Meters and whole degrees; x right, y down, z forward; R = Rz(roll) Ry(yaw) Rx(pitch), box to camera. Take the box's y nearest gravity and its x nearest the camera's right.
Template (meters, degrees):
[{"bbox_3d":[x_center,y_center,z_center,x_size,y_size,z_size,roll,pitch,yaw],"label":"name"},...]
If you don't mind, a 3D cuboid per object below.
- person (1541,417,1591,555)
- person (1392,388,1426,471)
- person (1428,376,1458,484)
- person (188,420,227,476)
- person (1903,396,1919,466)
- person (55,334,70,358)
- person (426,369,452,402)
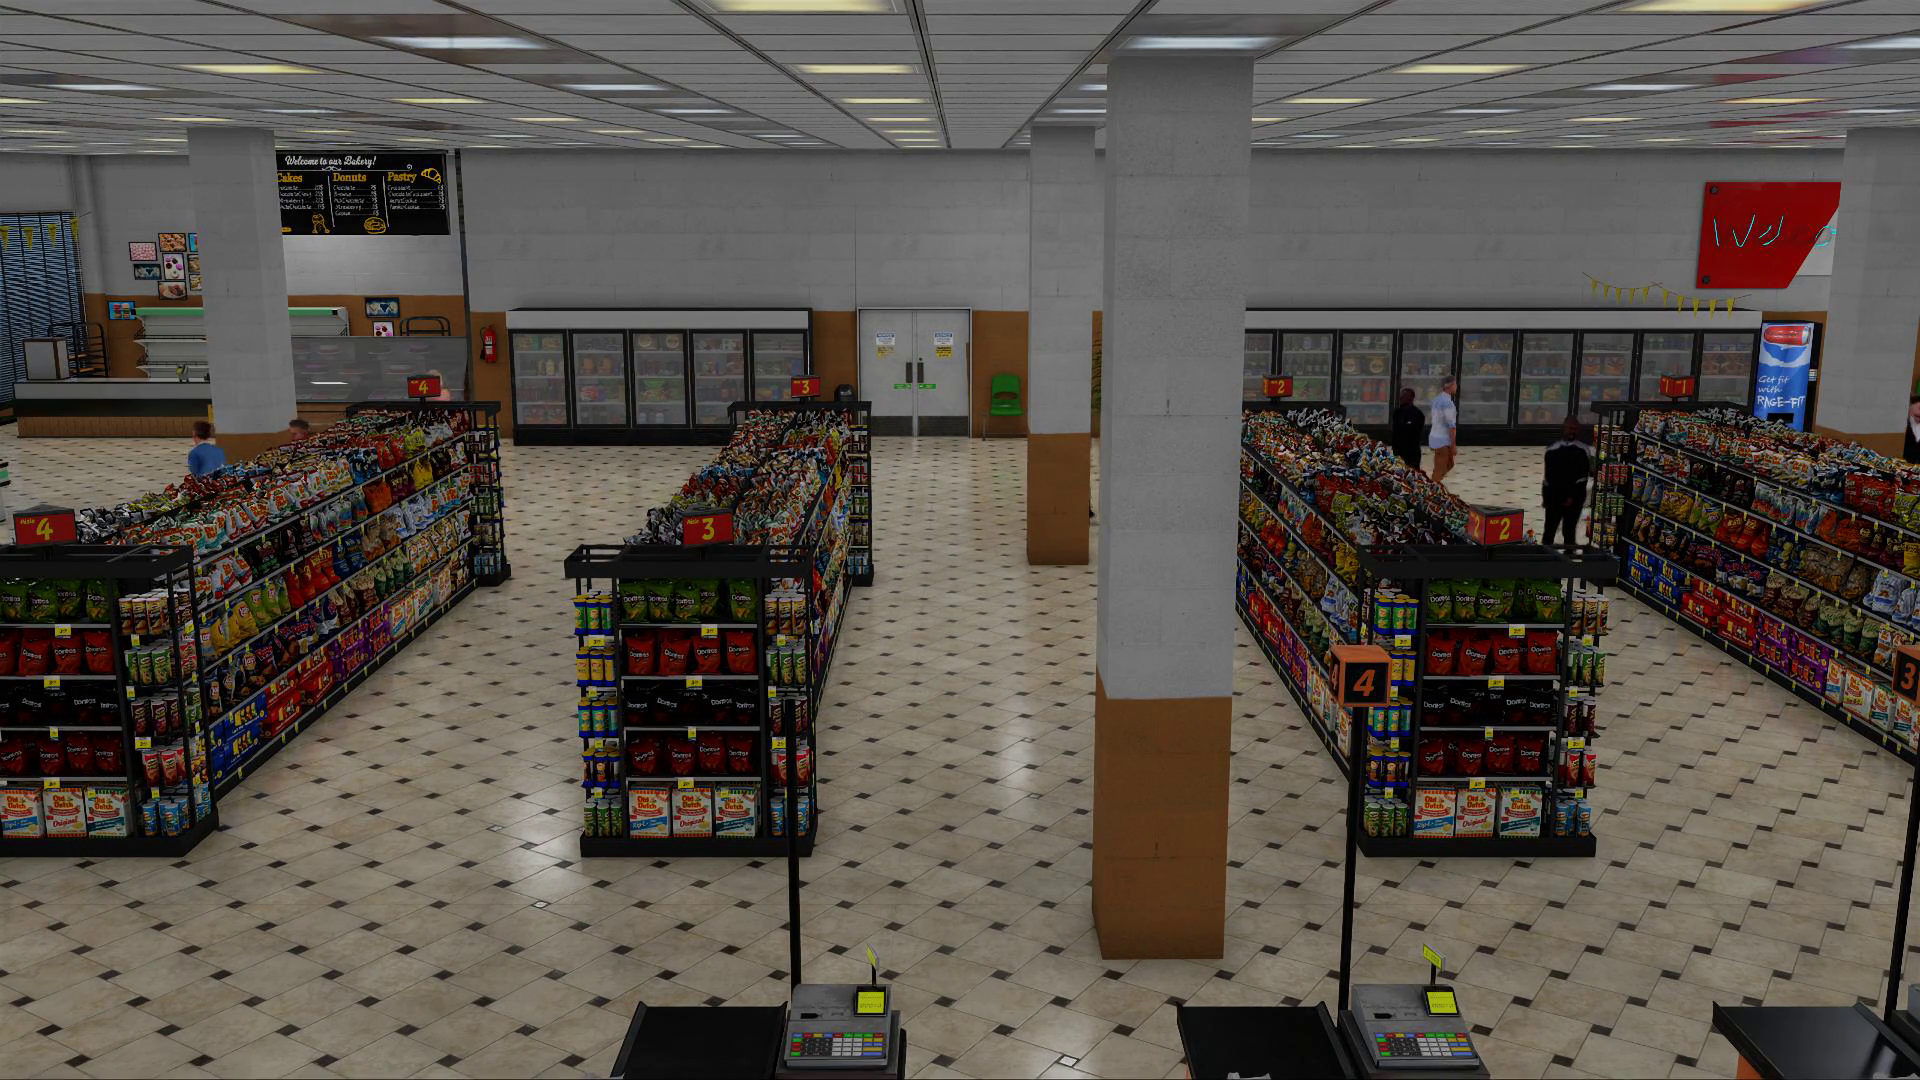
[{"bbox_3d":[6.911,-0.498,18.886,0.846,1.803,0.906,10,16,41],"label":"person"},{"bbox_3d":[5.860,-1.054,21.581,1.120,1.780,1.173,-6,14,-28],"label":"person"},{"bbox_3d":[6.564,-1.355,22.927,0.738,1.815,0.561,0,12,-1],"label":"person"},{"bbox_3d":[-8.314,-0.411,18.604,1.085,1.749,1.191,6,13,25],"label":"person"},{"bbox_3d":[11.766,-0.875,20.665,0.672,1.806,1.031,0,12,0],"label":"person"},{"bbox_3d":[-16.383,-2.894,30.412,0.673,1.742,0.509,-2,12,-11],"label":"person"},{"bbox_3d":[-7.656,-1.641,24.622,1.121,1.676,1.113,10,15,39],"label":"person"}]
